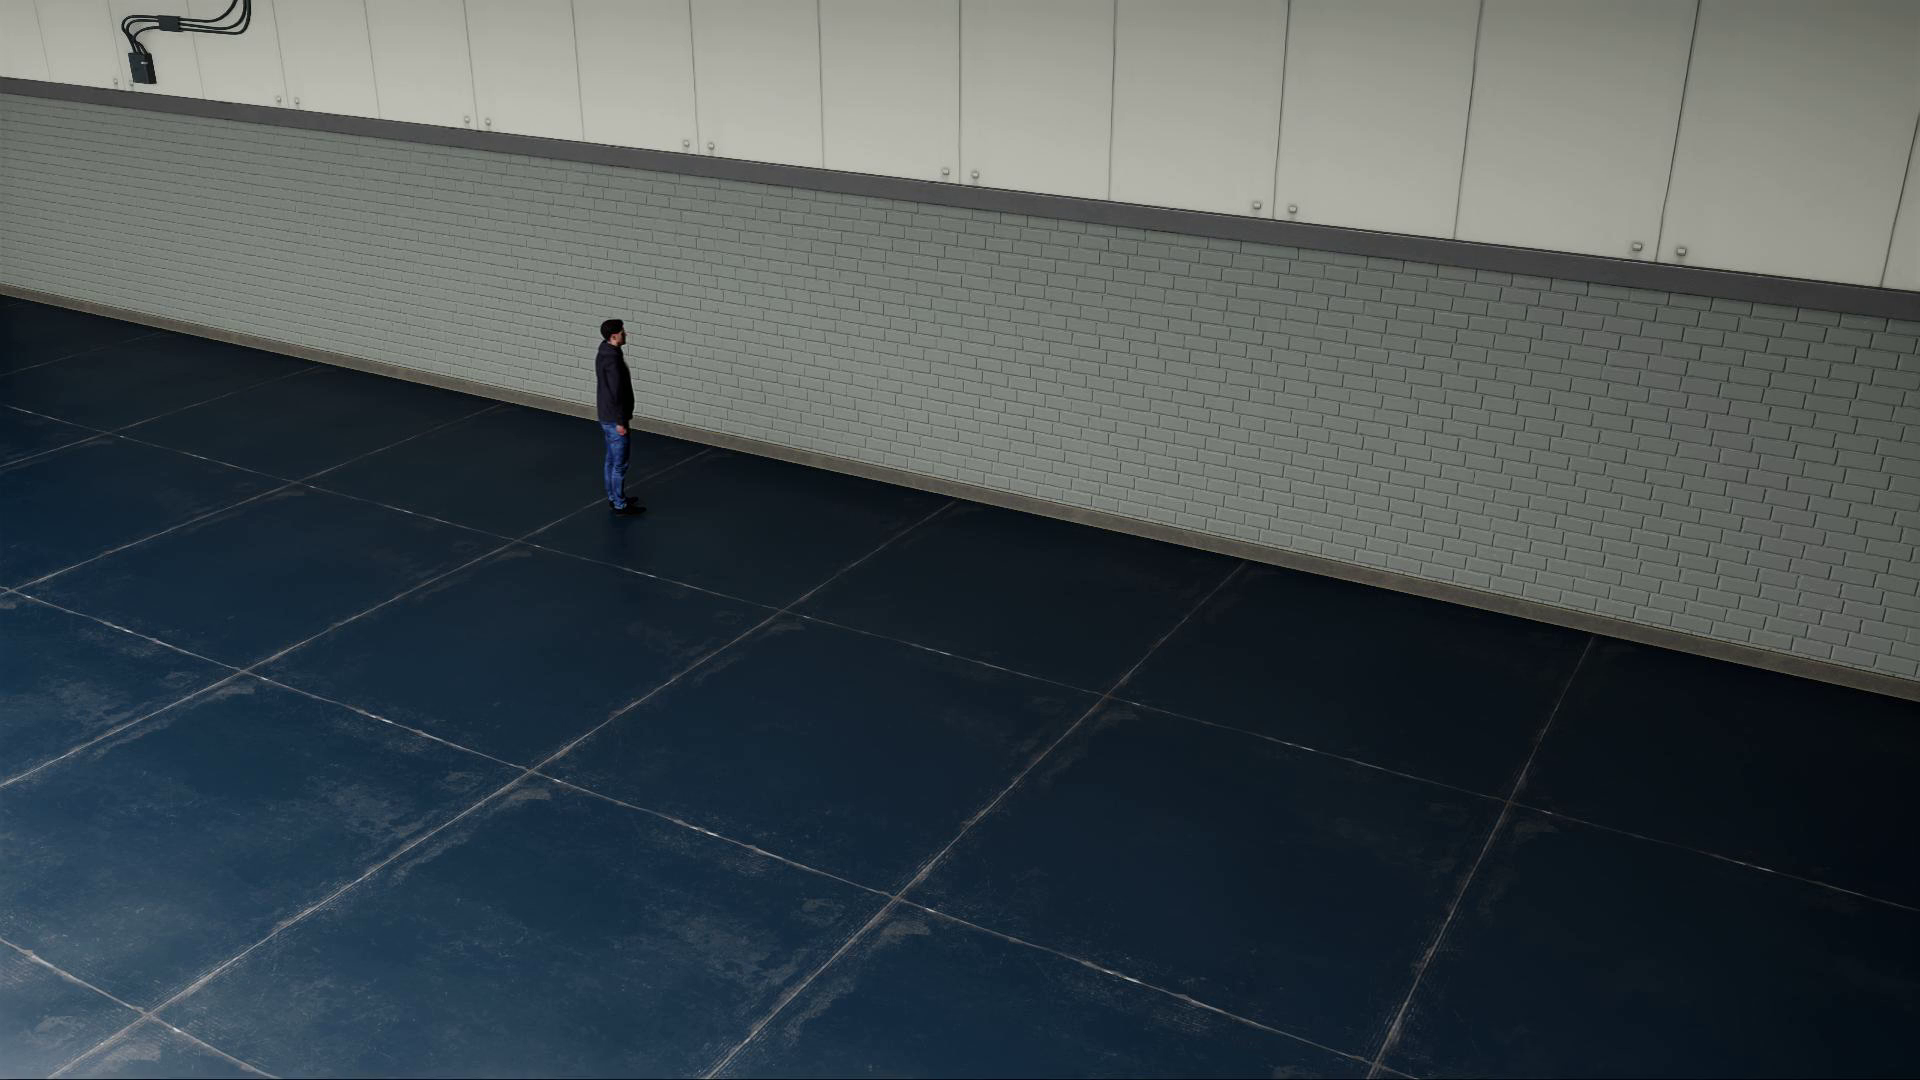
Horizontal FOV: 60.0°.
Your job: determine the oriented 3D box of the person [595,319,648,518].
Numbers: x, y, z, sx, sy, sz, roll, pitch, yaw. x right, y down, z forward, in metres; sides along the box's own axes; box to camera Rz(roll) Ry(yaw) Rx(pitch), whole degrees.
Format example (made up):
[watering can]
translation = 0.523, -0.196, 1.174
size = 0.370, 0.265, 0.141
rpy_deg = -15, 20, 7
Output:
[person]
translation = -3.256, -1.161, 15.668
size = 0.784, 1.893, 0.758
rpy_deg = -9, 25, -21
